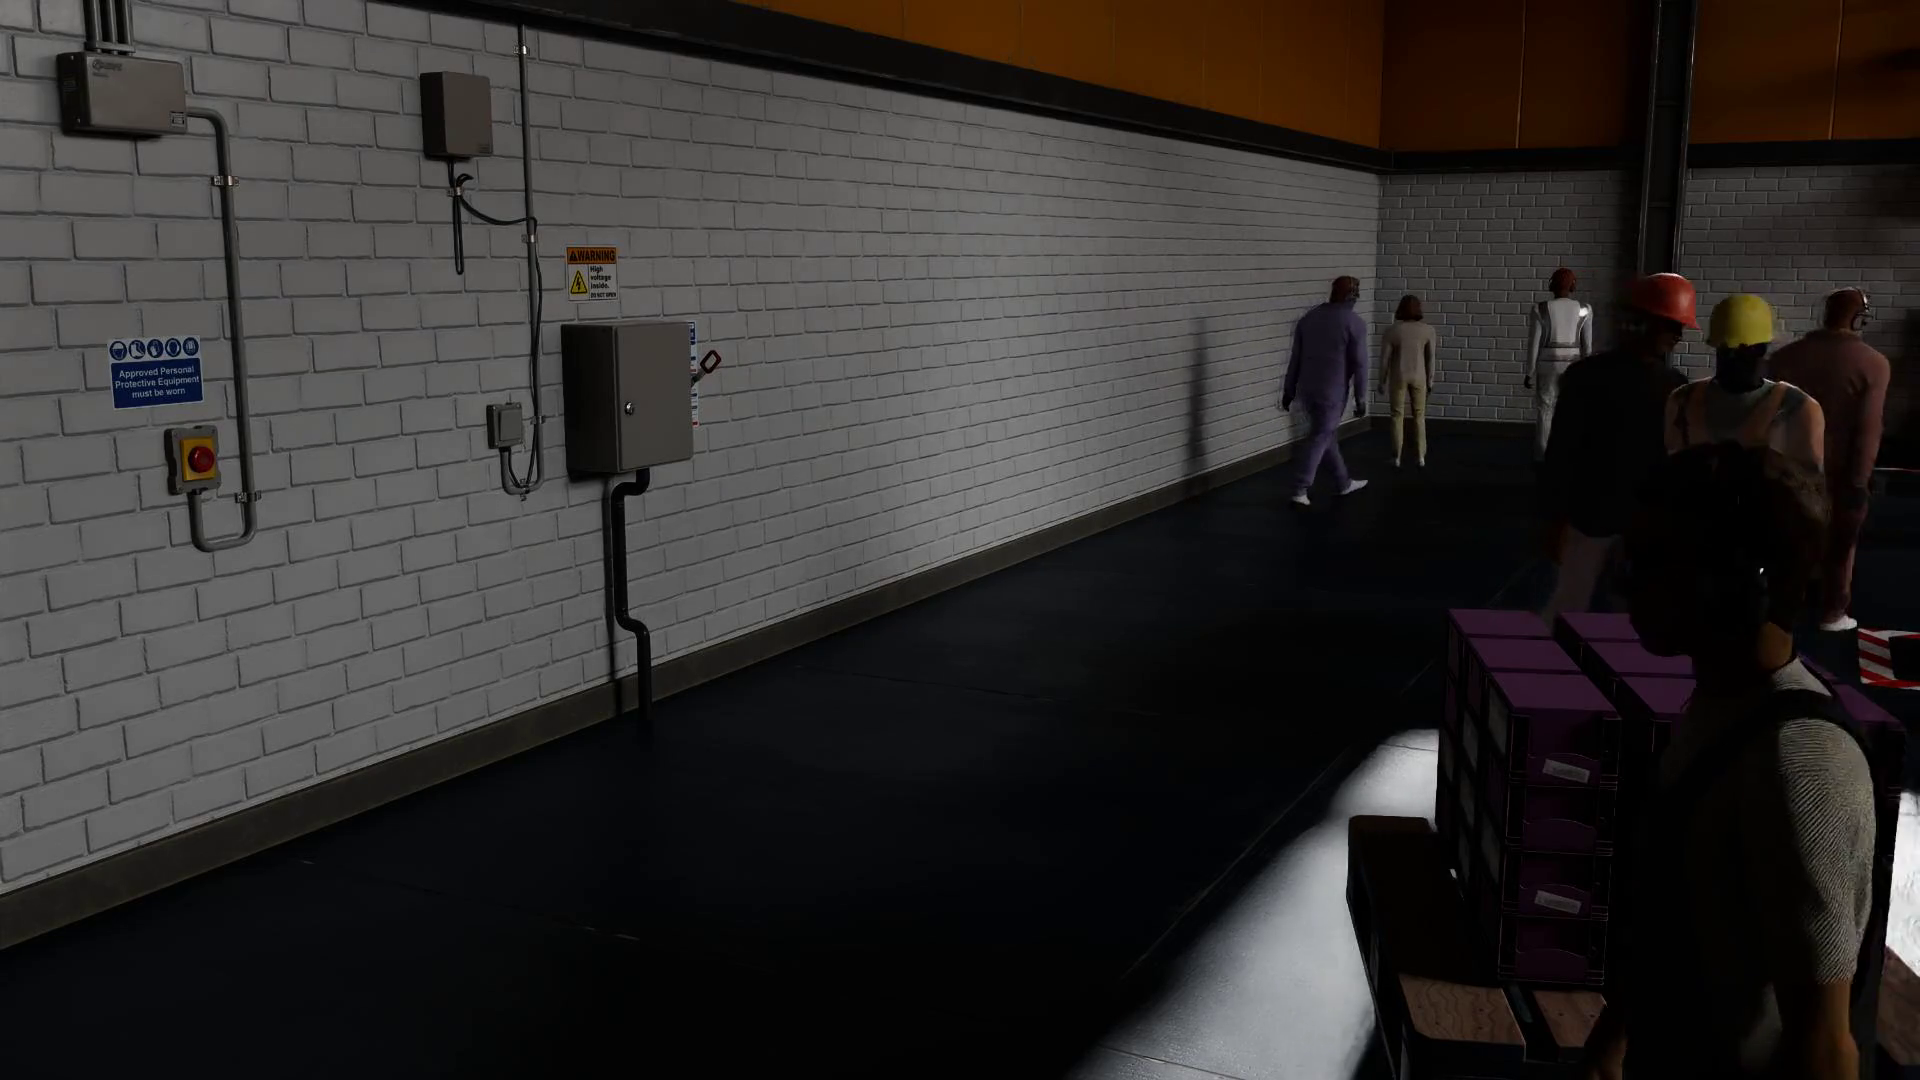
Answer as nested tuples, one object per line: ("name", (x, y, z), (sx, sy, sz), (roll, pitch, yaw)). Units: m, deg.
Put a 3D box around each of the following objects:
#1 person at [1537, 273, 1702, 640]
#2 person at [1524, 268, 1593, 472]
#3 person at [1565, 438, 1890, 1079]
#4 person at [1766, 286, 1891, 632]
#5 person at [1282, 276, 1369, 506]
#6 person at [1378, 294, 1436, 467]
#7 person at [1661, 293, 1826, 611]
("person", (2.570, -0.094, 6.735), (0.684, 1.953, 0.823), (-3, 10, -16))
("person", (5.511, -1.558, 15.346), (0.587, 1.882, 0.341), (1, 10, 3))
("person", (0.905, 0.763, 2.174), (1.001, 1.785, 0.527), (4, 10, 20))
("person", (4.440, -0.385, 8.660), (0.954, 1.865, 0.658), (-8, 13, -39))
("person", (2.974, -1.200, 13.425), (1.008, 1.837, 0.712), (-8, 12, -37))
("person", (4.223, -1.498, 15.728), (0.505, 1.633, 0.293), (1, 10, 7))
("person", (2.978, 0.006, 6.330), (0.840, 1.889, 0.603), (-6, 11, -31))
